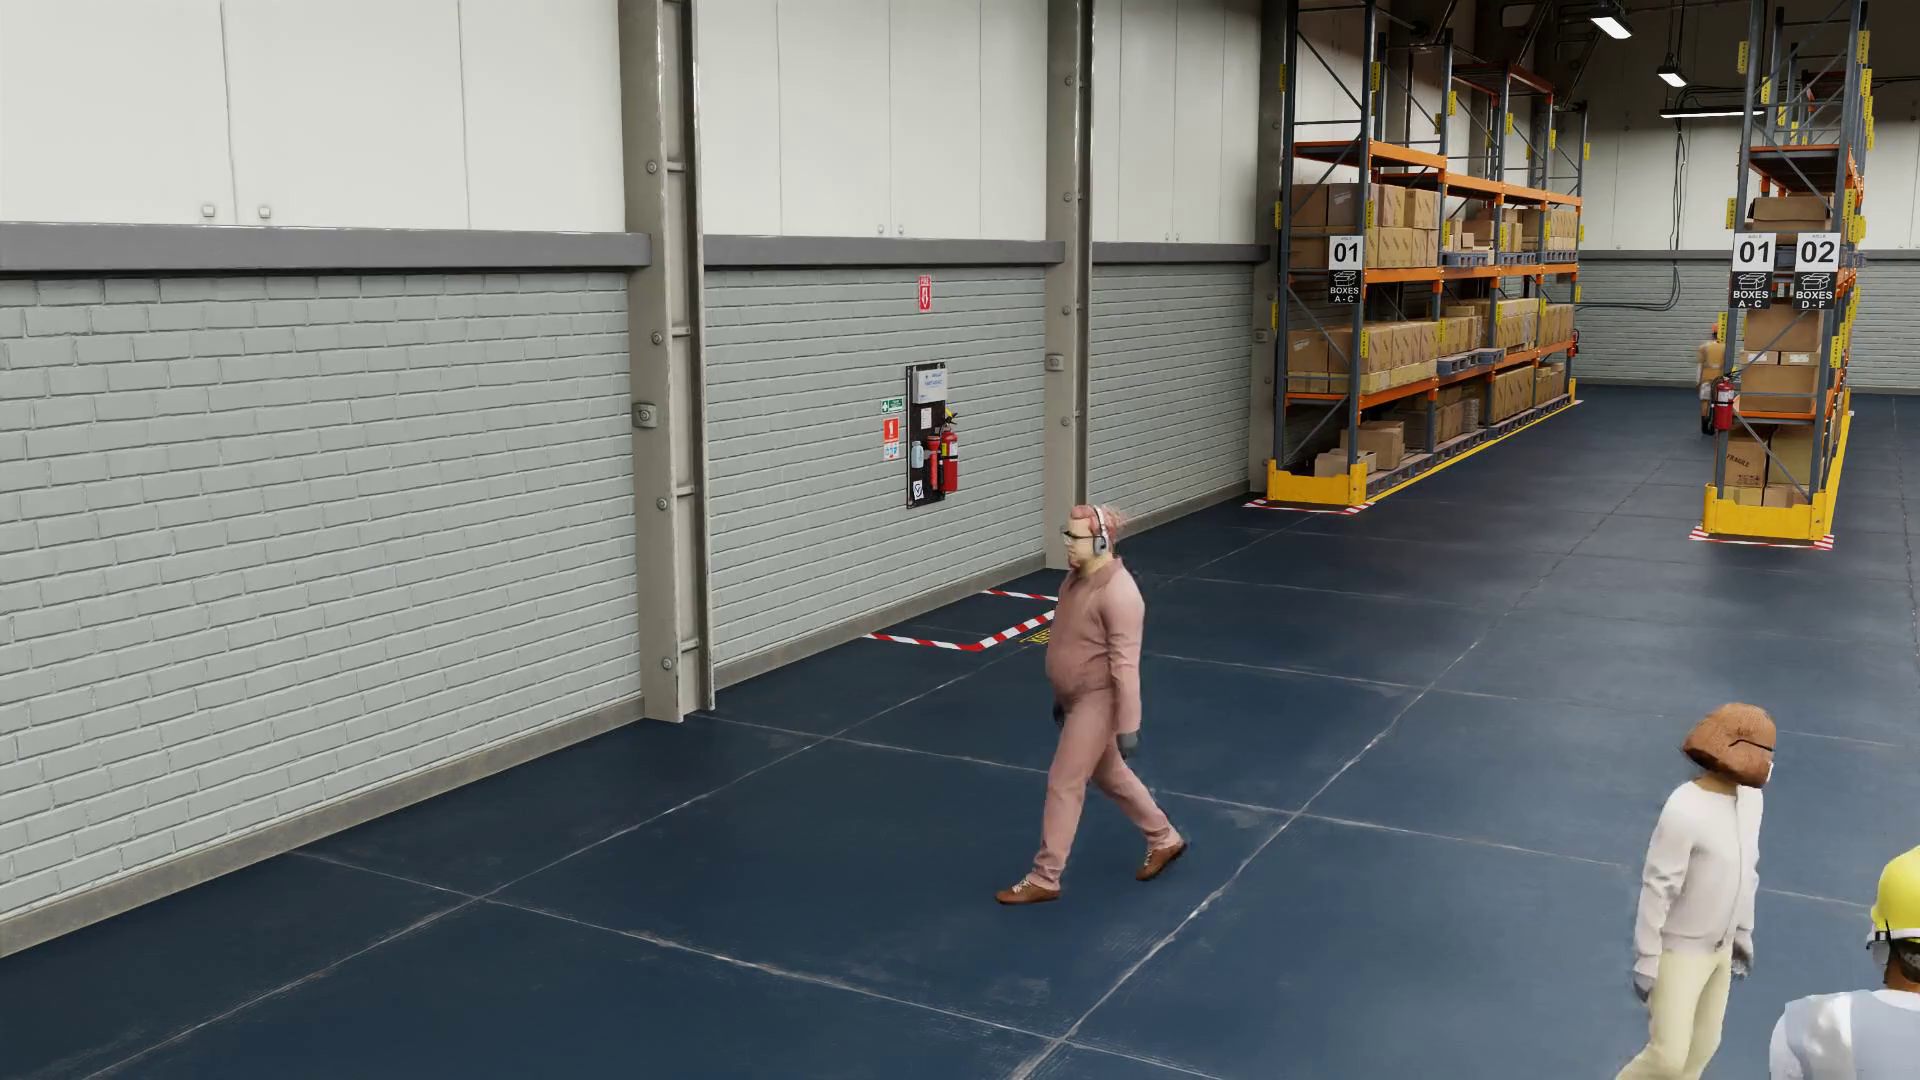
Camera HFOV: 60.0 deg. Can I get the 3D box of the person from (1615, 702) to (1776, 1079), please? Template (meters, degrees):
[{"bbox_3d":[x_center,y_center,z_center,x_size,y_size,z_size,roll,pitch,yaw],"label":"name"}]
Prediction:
[{"bbox_3d":[2.306,1.296,5.302,0.565,1.613,0.423,-7,12,-37],"label":"person"}]

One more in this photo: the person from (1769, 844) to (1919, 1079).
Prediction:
[{"bbox_3d":[2.017,1.511,3.556,0.619,1.778,0.945,4,10,21],"label":"person"}]

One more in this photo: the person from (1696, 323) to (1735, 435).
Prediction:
[{"bbox_3d":[12.552,-2.675,27.668,0.560,1.913,0.758,5,11,25],"label":"person"}]

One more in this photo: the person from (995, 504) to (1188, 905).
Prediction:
[{"bbox_3d":[0.651,0.747,7.760,0.965,1.869,0.647,-2,10,-13],"label":"person"}]
